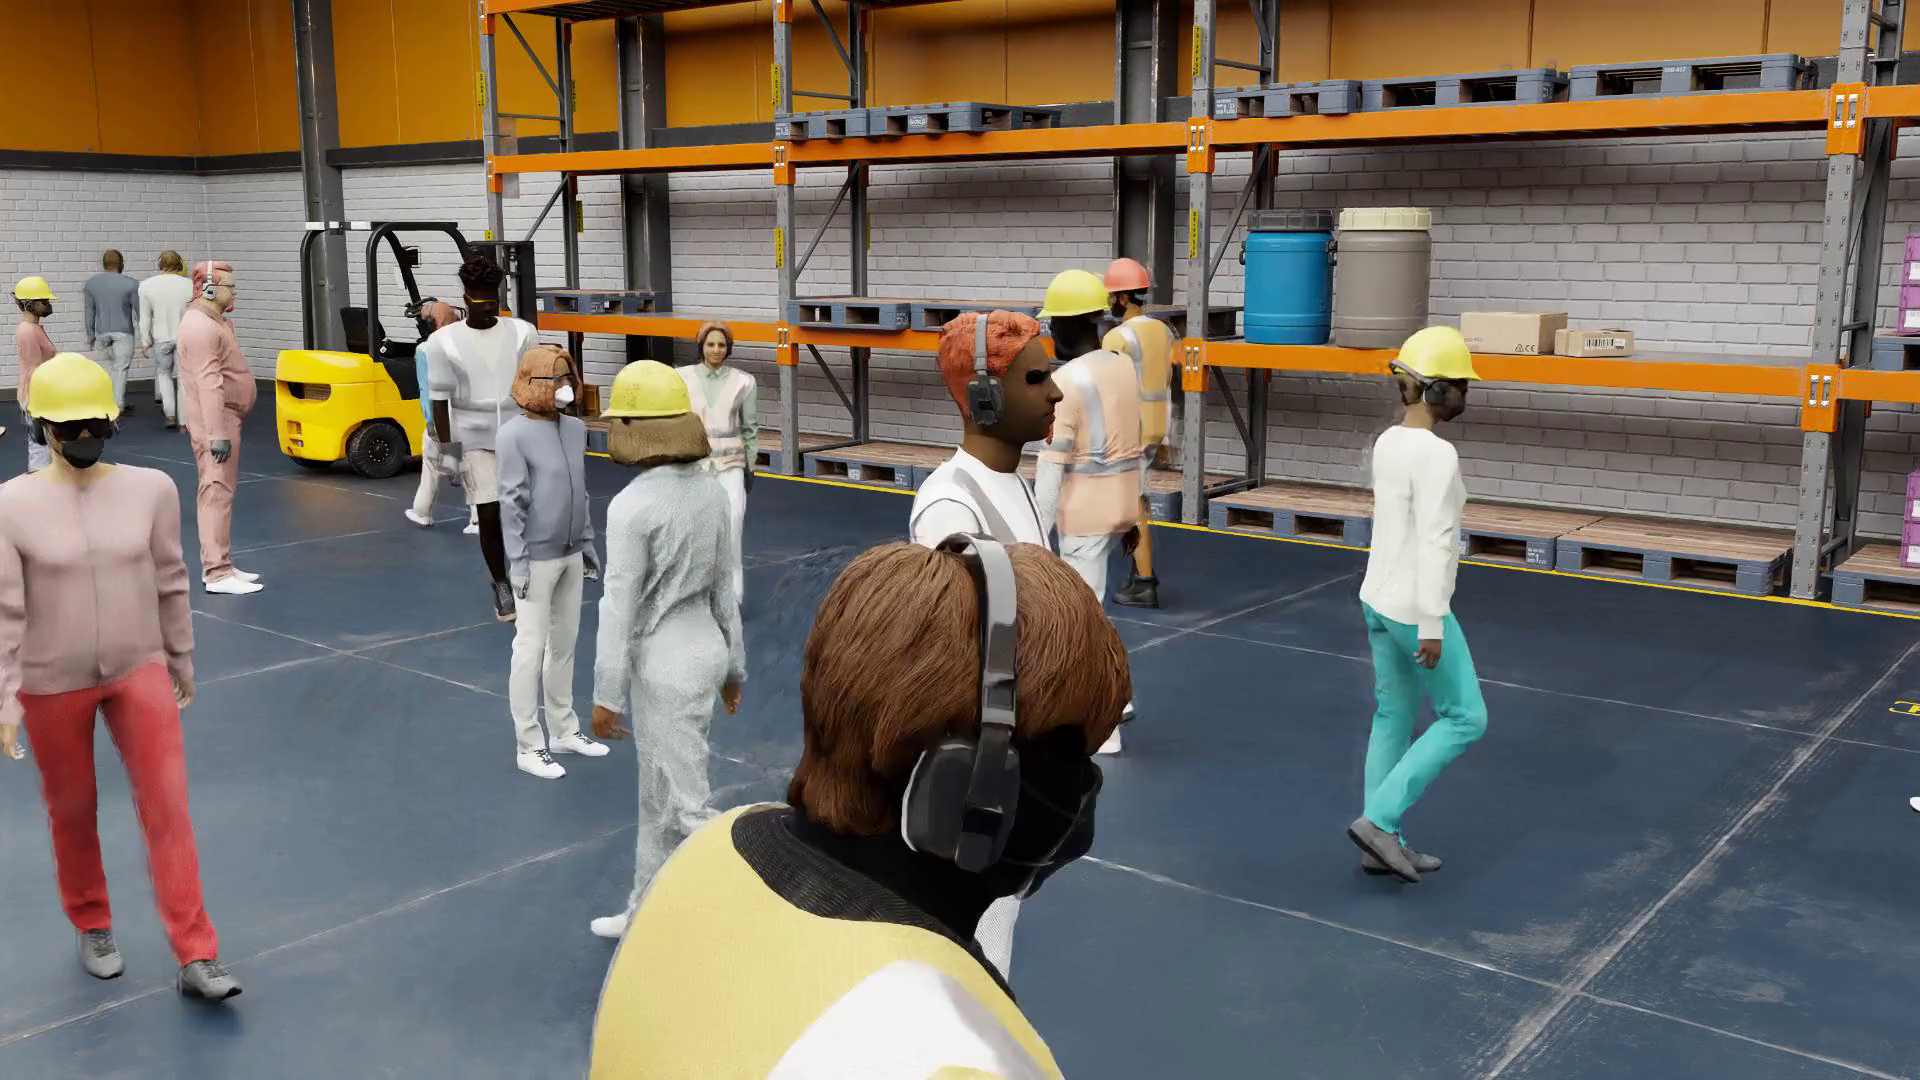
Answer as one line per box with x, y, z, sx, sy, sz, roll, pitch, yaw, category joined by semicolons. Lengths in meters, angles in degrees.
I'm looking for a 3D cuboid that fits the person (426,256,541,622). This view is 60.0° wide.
-2.446;-0.514;8.762;0.657;1.935;0.476;-5;11;-26;person

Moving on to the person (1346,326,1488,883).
1.441;0.216;5.188;0.363;1.754;0.534;-1;10;-7;person

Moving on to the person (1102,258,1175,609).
0.929;-0.575;9.145;0.514;1.918;0.565;8;13;39;person

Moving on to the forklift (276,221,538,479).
-4.922;-1.741;14.854;1.214;2.155;2.313;8;13;38;forklift

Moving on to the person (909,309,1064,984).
0.068;0.472;3.449;0.356;1.885;0.574;2;10;10;person

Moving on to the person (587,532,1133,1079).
-0.053;0.889;1.360;0.639;1.810;0.630;-5;11;-26;person

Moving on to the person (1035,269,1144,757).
0.493;-0.093;6.513;0.448;1.905;0.612;7;12;33;person

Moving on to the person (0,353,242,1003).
-2.241;0.384;4.347;0.550;1.724;0.827;-9;14;-41;person

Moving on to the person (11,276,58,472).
-6.507;-0.975;11.799;0.314;1.769;0.525;-5;11;-27;person

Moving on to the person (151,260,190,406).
-9.609;-2.533;20.406;0.602;1.787;0.577;0;10;2;person

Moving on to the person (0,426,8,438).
-9.696;-1.721;15.824;0.952;1.795;0.657;-3;11;-17;person

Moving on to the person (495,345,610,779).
-1.556;0.073;6.355;0.282;1.633;0.498;4;11;22;person

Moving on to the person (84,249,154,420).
-9.548;-2.339;18.966;0.644;1.908;0.865;1;10;5;person

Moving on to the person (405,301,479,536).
-3.567;-0.840;11.505;0.837;1.597;0.508;10;14;43;person

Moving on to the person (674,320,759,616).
-1.358;-0.402;9.071;0.518;1.603;0.815;-2;10;-9;person

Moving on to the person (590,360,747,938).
-0.717;0.369;4.511;0.800;1.711;0.493;4;11;22;person

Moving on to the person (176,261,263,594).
-4.257;-0.646;9.588;0.403;1.904;0.651;-5;11;-24;person

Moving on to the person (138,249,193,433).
-8.267;-2.090;17.545;0.652;1.918;0.590;-4;11;-20;person

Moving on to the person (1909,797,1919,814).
3.636;0.150;5.316;0.645;1.865;0.972;-8;13;-38;person
